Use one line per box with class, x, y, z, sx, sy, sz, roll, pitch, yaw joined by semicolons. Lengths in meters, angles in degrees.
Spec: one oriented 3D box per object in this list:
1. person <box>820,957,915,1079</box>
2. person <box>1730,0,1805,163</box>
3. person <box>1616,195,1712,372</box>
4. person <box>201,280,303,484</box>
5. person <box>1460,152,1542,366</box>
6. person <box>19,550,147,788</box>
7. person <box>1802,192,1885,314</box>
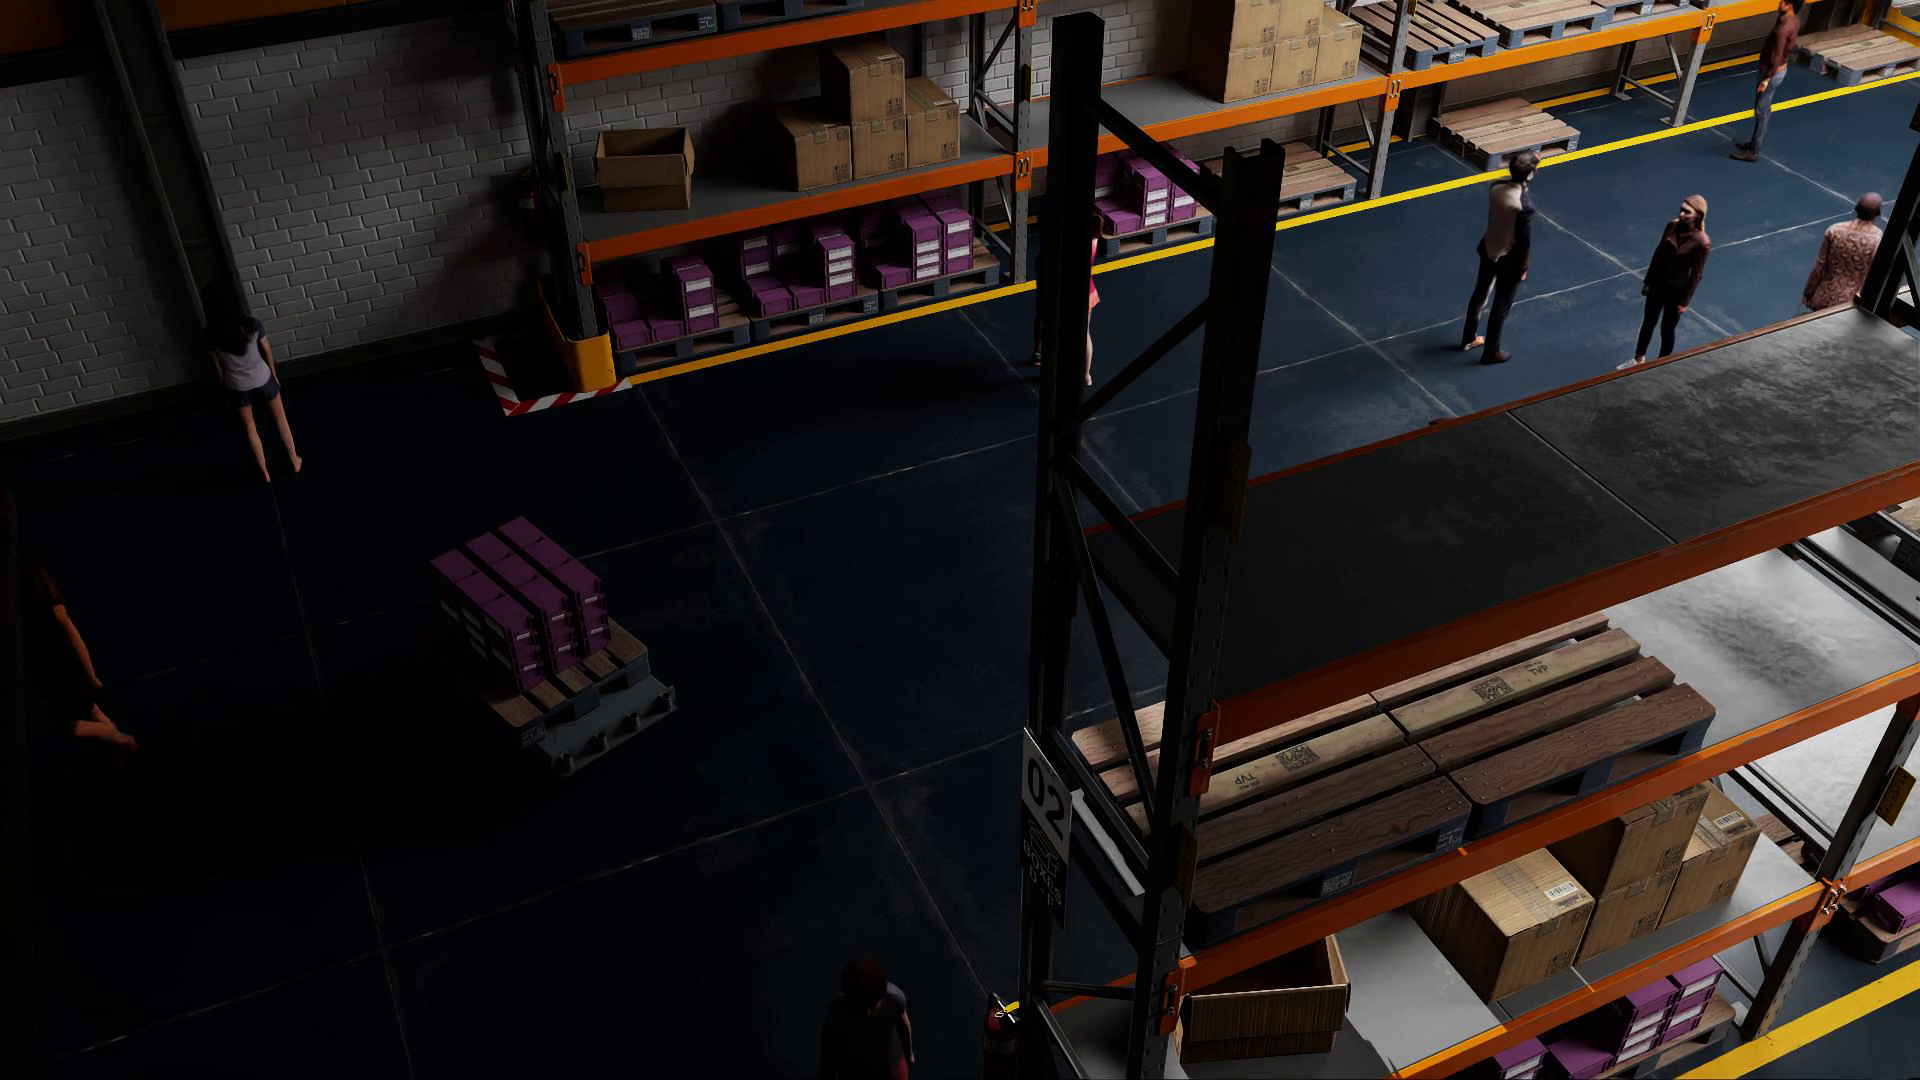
person;-0.447;2.477;8.040;0.935;1.629;0.813;-8;39;-10
person;8.280;-4.737;16.953;0.779;1.778;0.655;21;43;24
person;5.837;-2.059;13.660;0.505;1.704;0.611;-18;42;-21
person;-5.385;-1.194;12.574;0.476;1.707;0.662;-19;42;-22
person;4.502;-2.371;13.899;0.603;1.894;0.678;-15;41;-18
person;-5.277;0.768;10.024;0.694;1.824;0.763;29;47;31
person;7.078;-1.914;13.405;0.988;1.794;1.257;29;47;31
